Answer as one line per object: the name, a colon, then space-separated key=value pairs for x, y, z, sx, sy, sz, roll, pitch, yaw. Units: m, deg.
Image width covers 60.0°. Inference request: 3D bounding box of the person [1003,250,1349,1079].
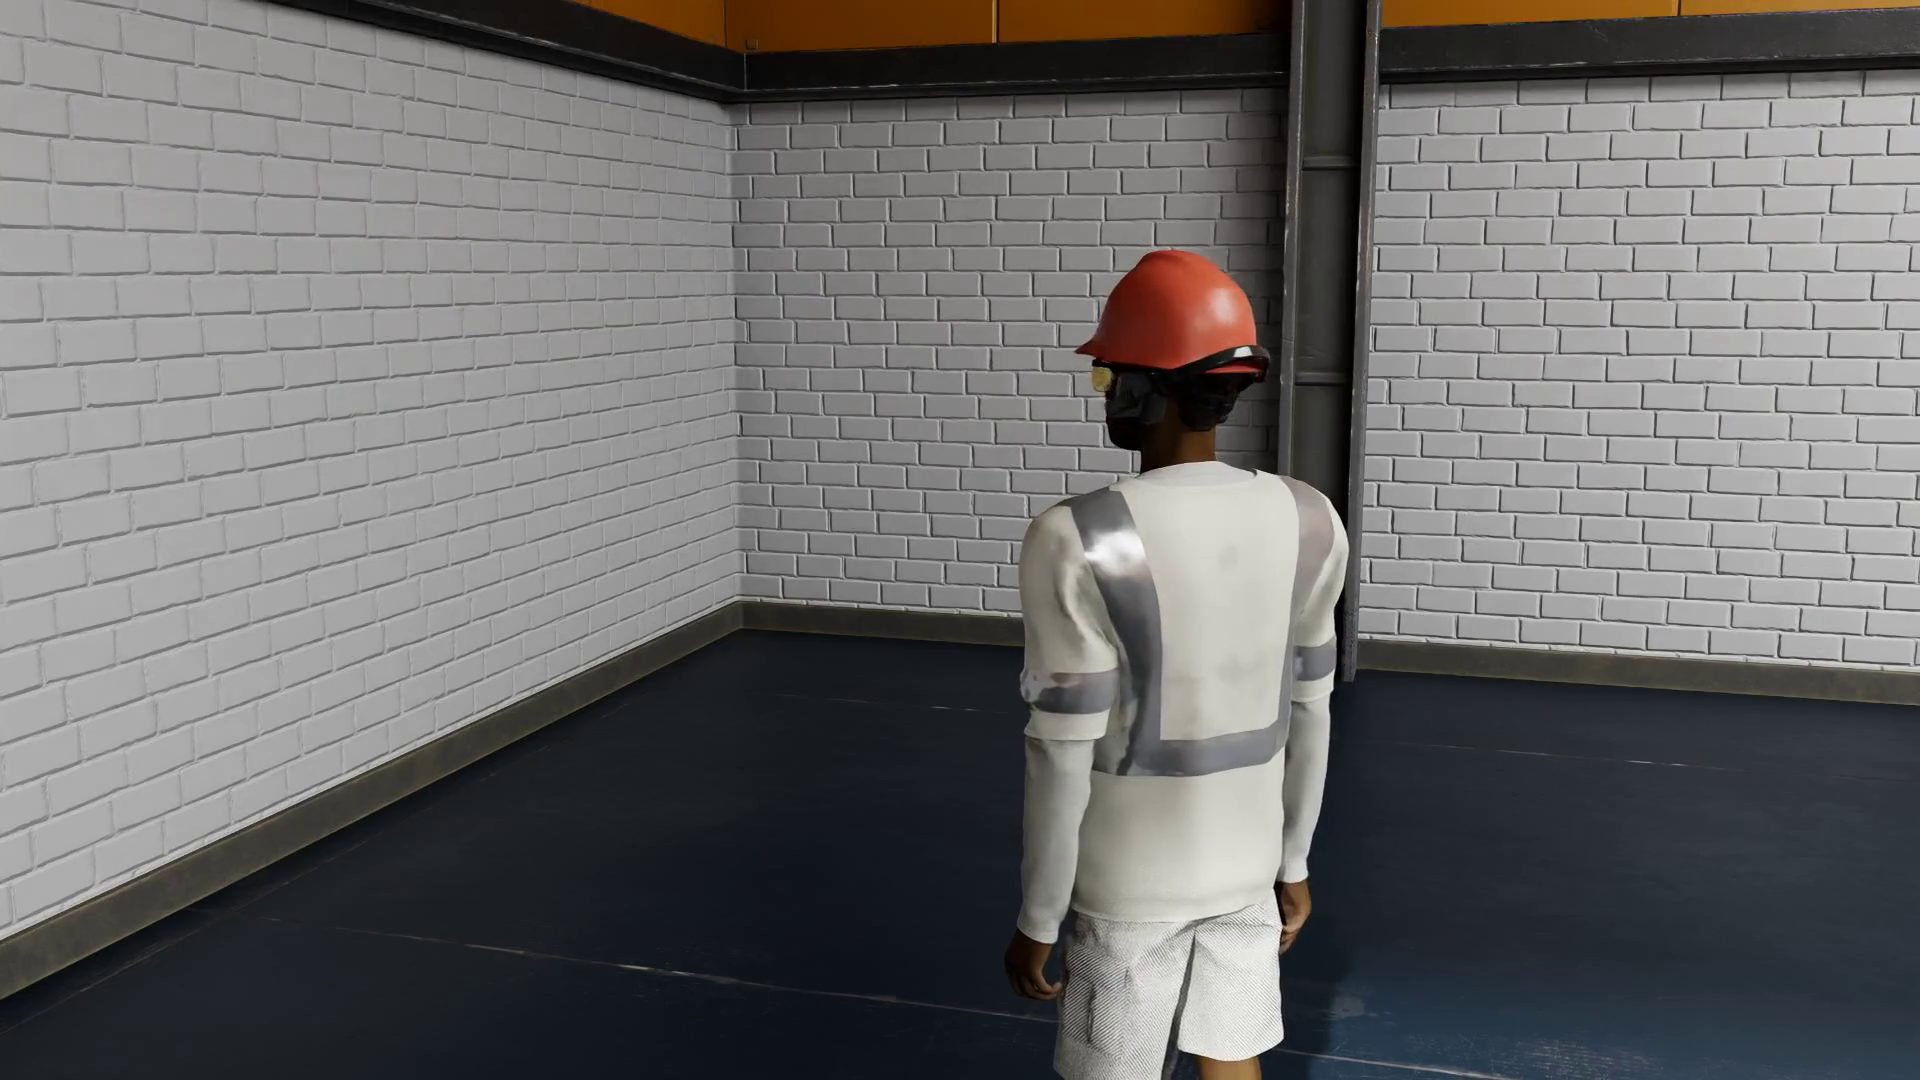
person: x=0.348 y=0.547 z=2.820 sx=0.612 sy=2.048 sz=0.363 roll=-5 pitch=11 yaw=-29
